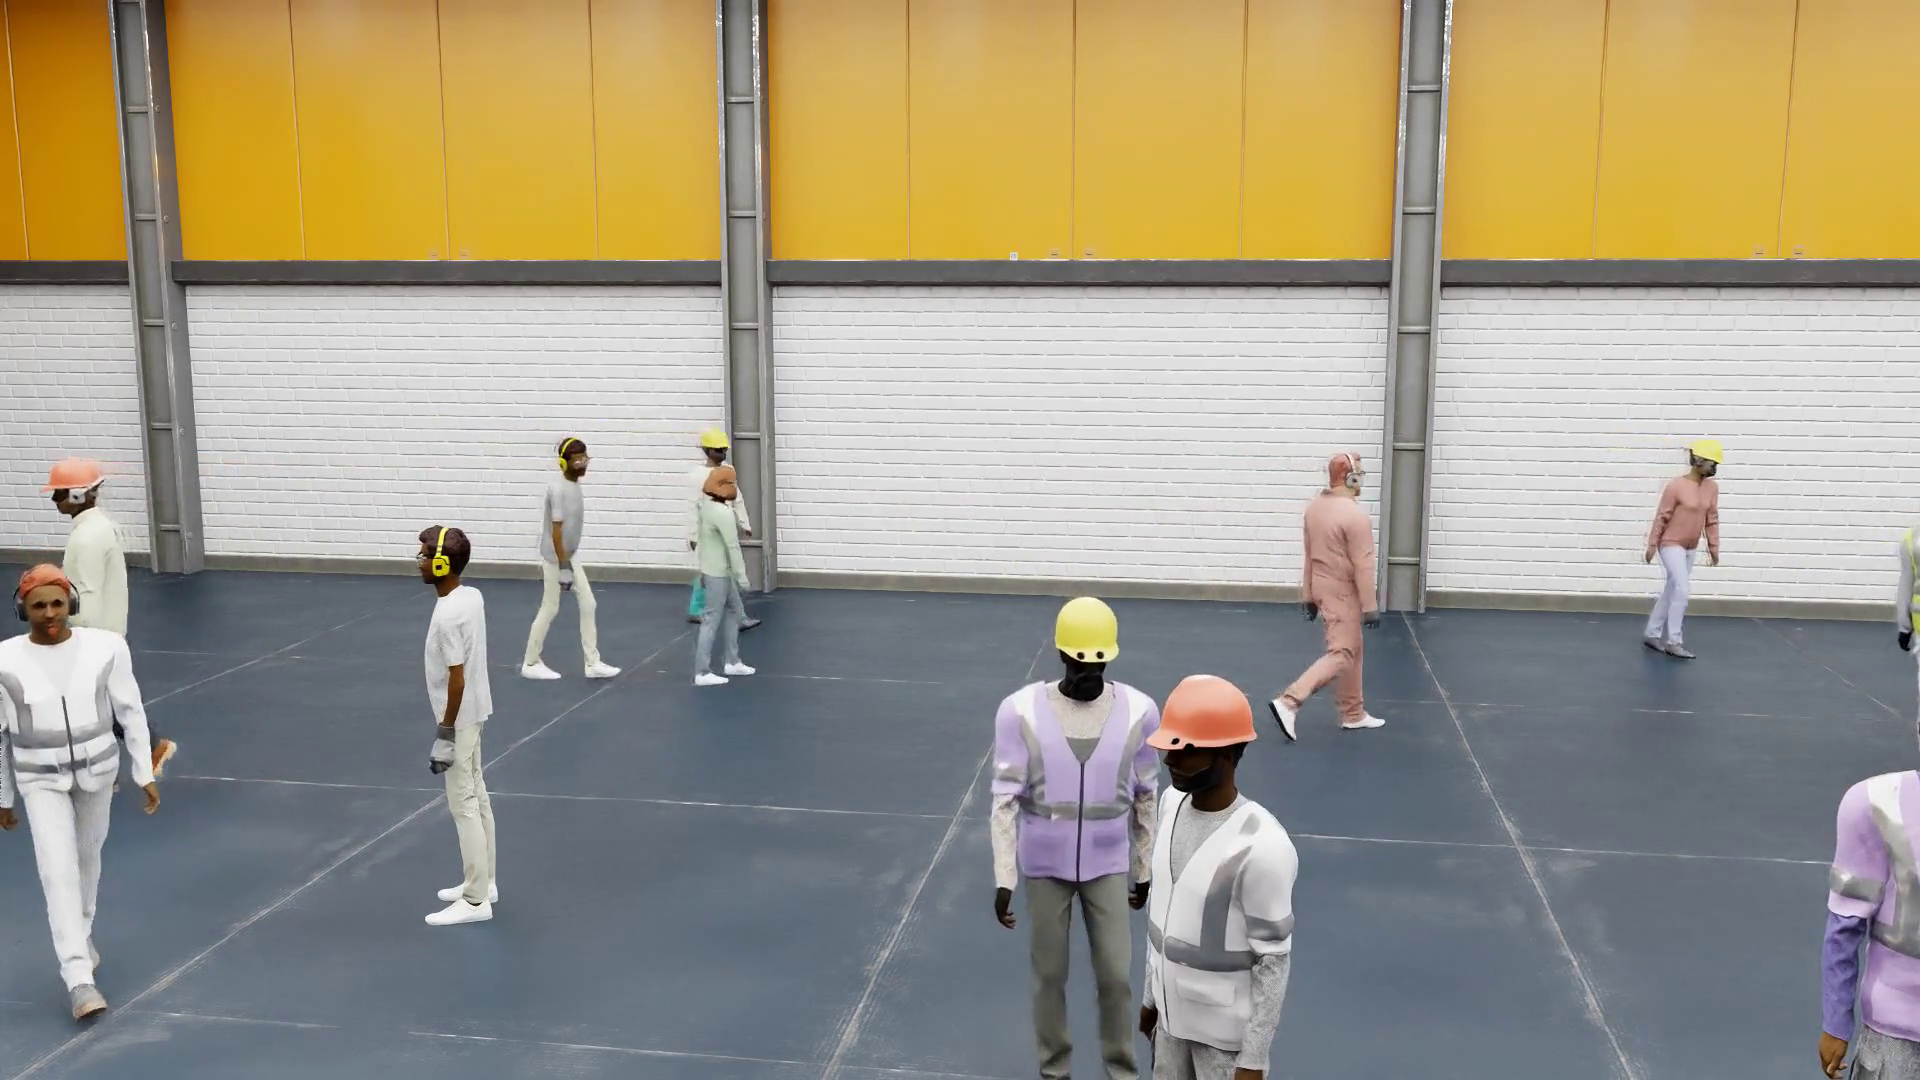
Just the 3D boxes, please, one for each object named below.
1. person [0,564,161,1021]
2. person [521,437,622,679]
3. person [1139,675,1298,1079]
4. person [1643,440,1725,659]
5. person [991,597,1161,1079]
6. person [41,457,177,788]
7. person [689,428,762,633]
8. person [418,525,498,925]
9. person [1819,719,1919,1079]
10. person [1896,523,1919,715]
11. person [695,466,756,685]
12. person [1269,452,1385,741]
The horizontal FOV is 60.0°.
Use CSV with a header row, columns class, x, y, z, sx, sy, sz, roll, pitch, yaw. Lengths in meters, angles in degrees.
class,x,y,z,sx,sy,sz,roll,pitch,yaw
person,-3.706,1.005,6.937,0.596,1.831,0.997,-7,12,-38
person,-2.879,0.153,12.230,0.876,1.820,0.540,2,9,13
person,0.676,1.323,4.652,0.363,1.939,0.542,-5,11,-29
person,5.668,0.069,13.030,0.541,1.723,0.704,-5,10,-27
person,0.408,1.138,5.847,0.608,1.919,0.435,0,9,-2
person,-4.936,0.509,9.532,0.566,1.981,0.644,-4,10,-25
person,-2.001,-0.082,13.997,0.903,1.721,0.527,5,11,29
person,-2.354,0.855,7.743,0.327,1.874,0.520,-1,9,-4
person,2.655,1.300,4.470,0.614,2.040,0.391,2,9,13
person,5.880,0.536,9.851,0.469,1.823,0.643,-9,13,-43
person,-1.695,0.261,12.207,0.633,1.612,0.500,-4,10,-21
person,2.414,0.364,10.770,0.851,1.876,0.643,-2,9,-12
